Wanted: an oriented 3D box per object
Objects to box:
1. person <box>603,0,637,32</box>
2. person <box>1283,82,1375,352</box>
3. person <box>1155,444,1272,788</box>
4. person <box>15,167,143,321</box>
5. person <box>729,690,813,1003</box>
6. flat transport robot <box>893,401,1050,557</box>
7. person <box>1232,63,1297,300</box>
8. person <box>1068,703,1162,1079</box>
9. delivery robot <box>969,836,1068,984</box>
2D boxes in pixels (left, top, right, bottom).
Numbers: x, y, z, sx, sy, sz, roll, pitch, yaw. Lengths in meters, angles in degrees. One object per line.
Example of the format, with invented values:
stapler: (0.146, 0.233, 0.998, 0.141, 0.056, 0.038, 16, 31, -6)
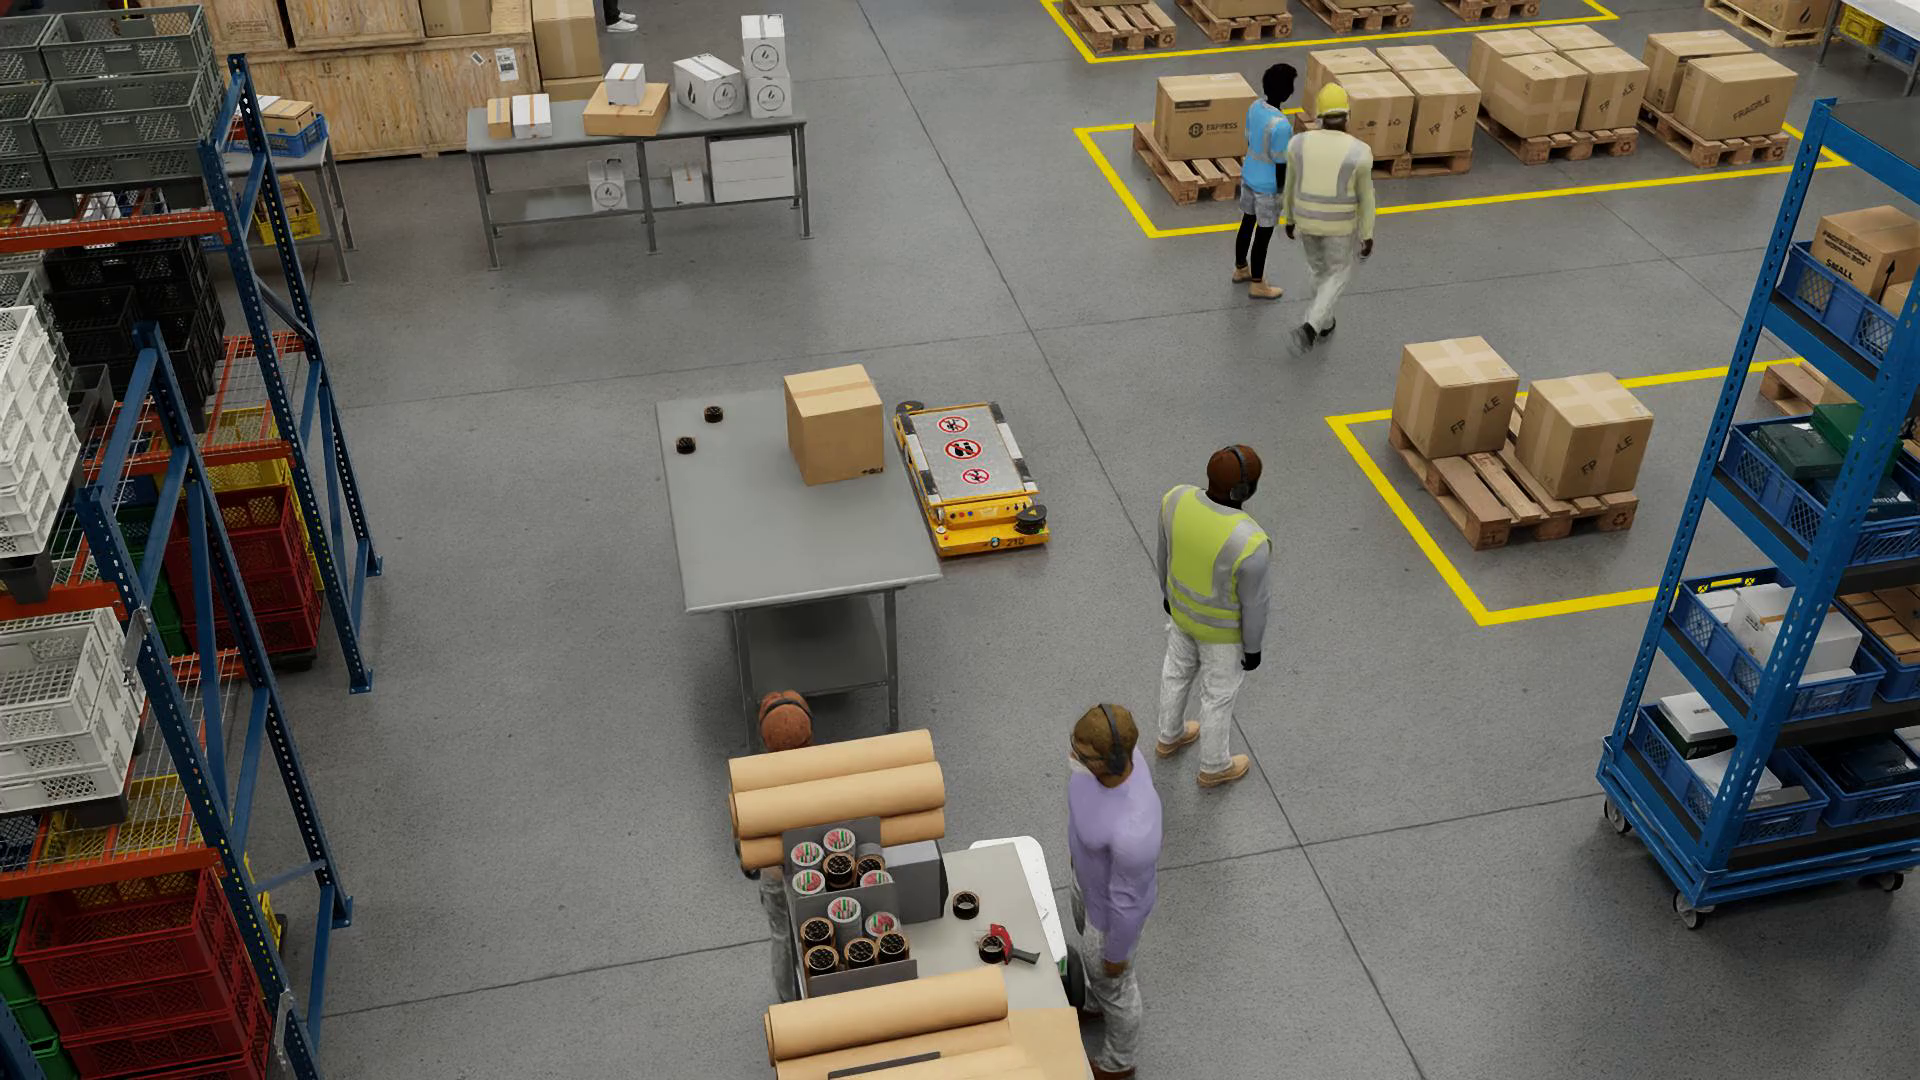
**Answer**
person: (-3.418, -5.915, 16.121, 0.390, 1.911, 0.592, -9, 38, -12)
person: (2.412, -2.099, 11.090, 0.664, 1.786, 0.657, 19, 41, 24)
person: (1.185, 0.351, 7.755, 0.429, 1.839, 0.633, -26, 44, -30)
person: (-5.641, -1.862, 10.691, 0.576, 1.885, 0.355, -28, 45, -32)
person: (-0.648, 1.270, 6.691, 0.517, 1.631, 0.332, -3, 37, -4)
flat transport robot: (0.046, -0.430, 10.108, 0.652, 0.197, 1.431, -8, 37, -10)
person: (2.162, -2.533, 11.749, 0.318, 1.696, 0.533, -10, 38, -14)
person: (0.559, 1.355, 6.333, 0.367, 1.932, 0.628, -5, 37, -7)
delivery robot: (0.233, 1.591, 7.081, 0.477, 0.478, 0.707, -5, 37, -6)
